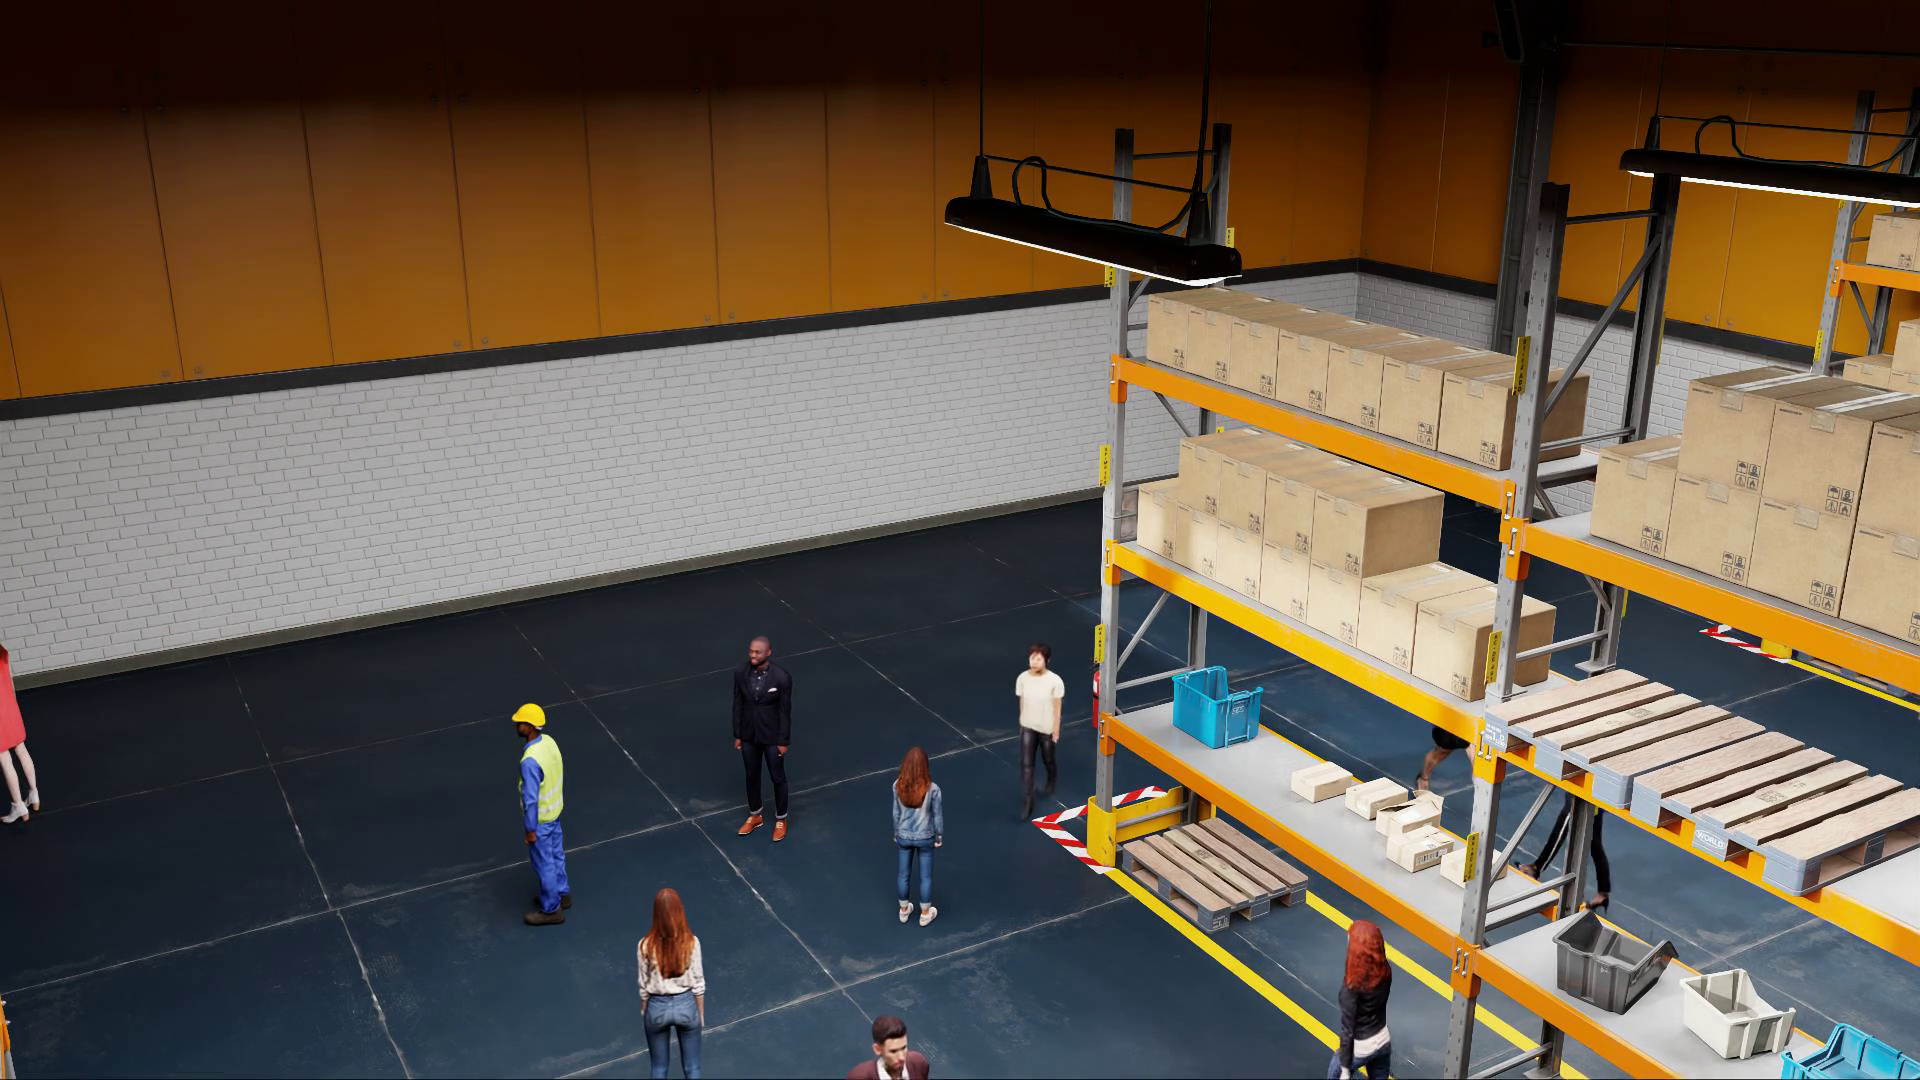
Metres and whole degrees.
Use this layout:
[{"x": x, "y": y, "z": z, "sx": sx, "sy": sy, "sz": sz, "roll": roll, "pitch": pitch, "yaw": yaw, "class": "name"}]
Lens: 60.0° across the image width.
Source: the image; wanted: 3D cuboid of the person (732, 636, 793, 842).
[{"x": -1.679, "y": 1.671, "z": 14.227, "sx": 0.773, "sy": 1.818, "sz": 0.844, "roll": 6, "pitch": 19, "yaw": 17, "class": "person"}]

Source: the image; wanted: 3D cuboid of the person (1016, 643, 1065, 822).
[{"x": 0.726, "y": 1.649, "z": 14.701, "sx": 0.997, "sy": 1.557, "sz": 1.029, "roll": 6, "pitch": 20, "yaw": 17, "class": "person"}]

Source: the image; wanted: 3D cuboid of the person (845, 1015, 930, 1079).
[{"x": -0.419, "y": 3.385, "z": 9.138, "sx": 0.799, "sy": 1.817, "sz": 1.255, "roll": -8, "pitch": 20, "yaw": -22, "class": "person"}]

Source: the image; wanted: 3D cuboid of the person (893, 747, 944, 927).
[{"x": -0.348, "y": 2.295, "z": 12.911, "sx": 0.626, "sy": 1.476, "sz": 0.676, "roll": 4, "pitch": 19, "yaw": 11, "class": "person"}]

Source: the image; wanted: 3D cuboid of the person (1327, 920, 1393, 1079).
[{"x": 2.455, "y": 3.129, "z": 9.982, "sx": 0.644, "sy": 1.764, "sz": 0.960, "roll": -11, "pitch": 21, "yaw": -29, "class": "person"}]

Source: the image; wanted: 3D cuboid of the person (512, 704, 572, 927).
[{"x": -3.246, "y": 2.114, "z": 12.919, "sx": 0.812, "sy": 1.814, "sz": 0.706, "roll": 1, "pitch": 19, "yaw": 4, "class": "person"}]

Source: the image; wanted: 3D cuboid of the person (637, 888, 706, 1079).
[{"x": -1.816, "y": 2.977, "z": 10.487, "sx": 0.631, "sy": 1.729, "sz": 0.624, "roll": -3, "pitch": 19, "yaw": -9, "class": "person"}]

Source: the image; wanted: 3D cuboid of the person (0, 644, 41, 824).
[{"x": -8.342, "y": 1.580, "z": 14.485, "sx": 0.742, "sy": 1.826, "sz": 0.644, "roll": 2, "pitch": 19, "yaw": 5, "class": "person"}]
